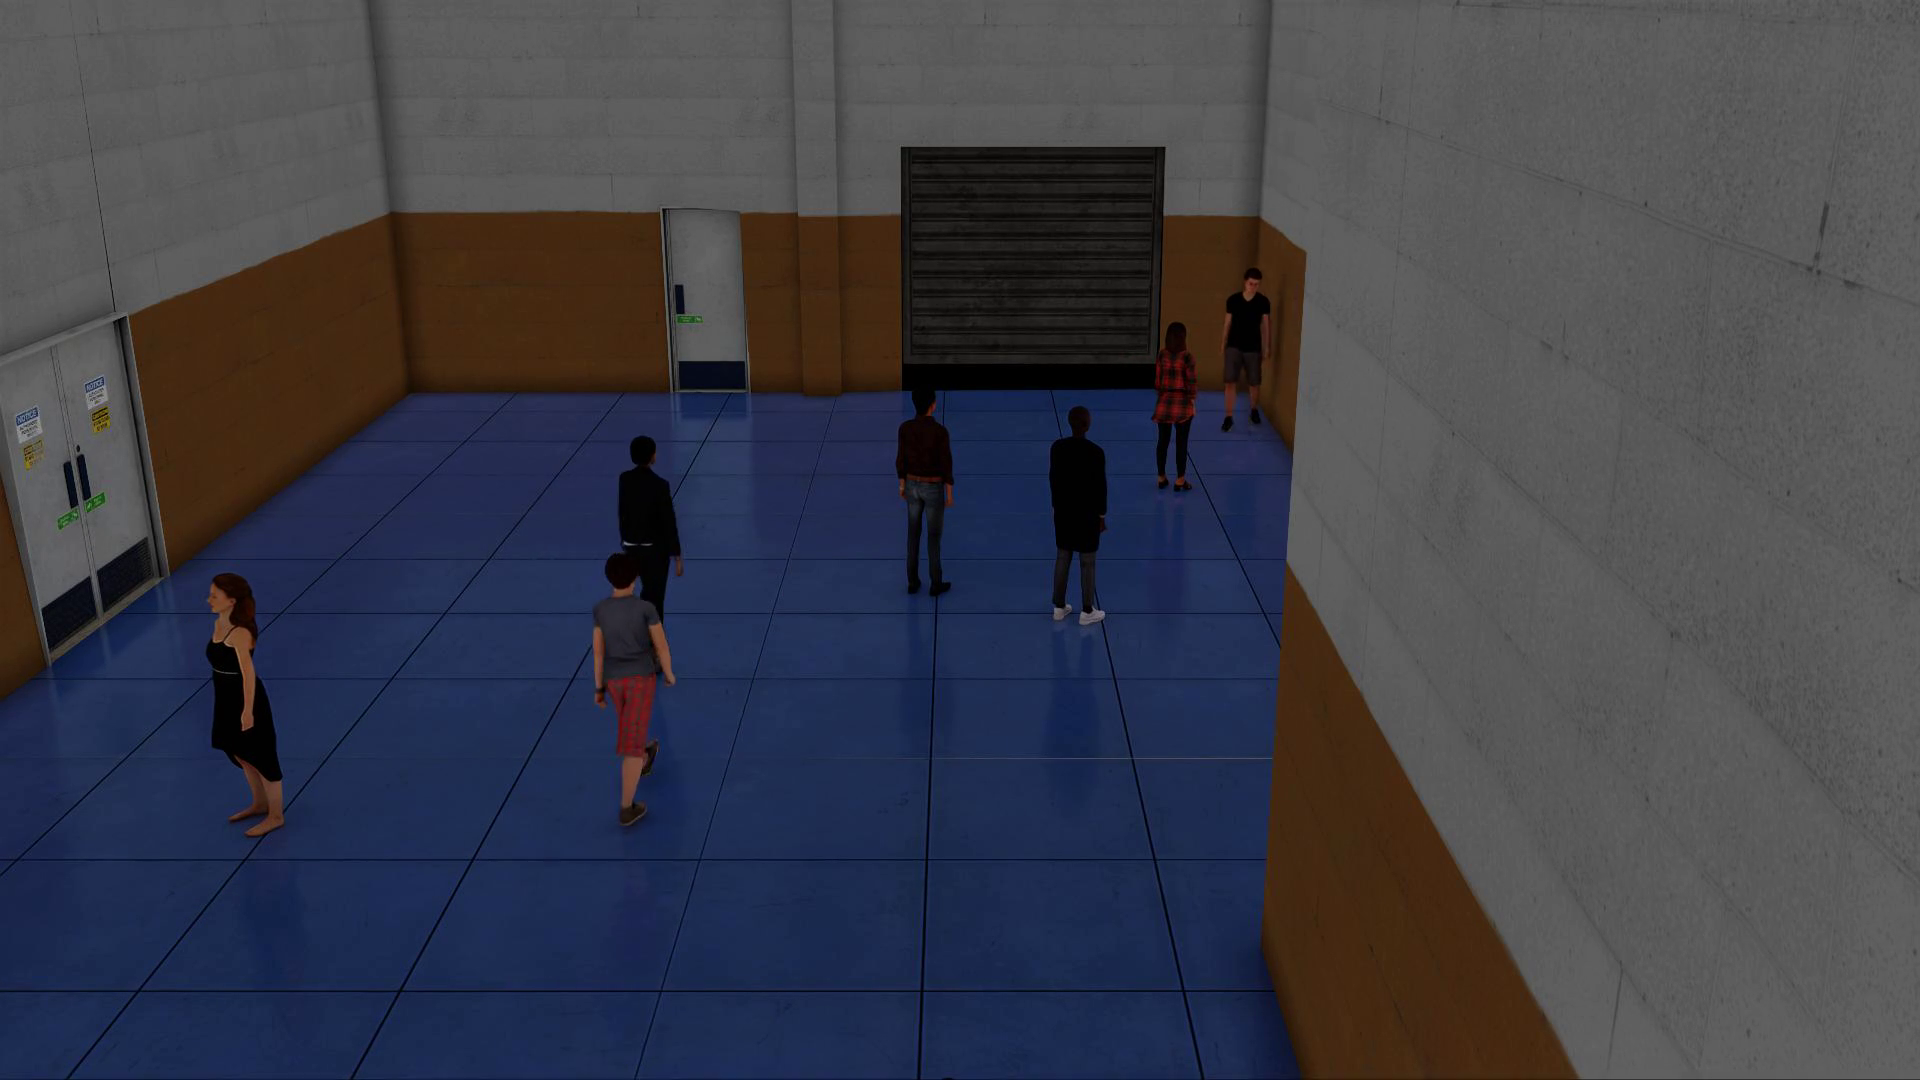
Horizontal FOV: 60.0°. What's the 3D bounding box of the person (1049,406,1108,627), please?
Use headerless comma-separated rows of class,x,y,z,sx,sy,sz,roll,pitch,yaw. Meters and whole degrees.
person,0.918,-0.199,13.120,0.670,1.762,0.786,11,21,29

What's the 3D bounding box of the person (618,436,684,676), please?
person,-2.294,0.158,11.957,0.689,1.827,0.788,9,21,25

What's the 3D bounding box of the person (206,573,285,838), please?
person,-4.254,0.965,9.883,0.725,1.624,0.673,-15,24,-38

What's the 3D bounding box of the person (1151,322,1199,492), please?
person,2.139,-1.335,16.580,0.677,1.703,0.763,13,23,35

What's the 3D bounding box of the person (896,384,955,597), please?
person,-0.292,-0.412,13.720,0.603,1.782,0.772,7,20,21

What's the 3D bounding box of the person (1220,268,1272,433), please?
person,3.296,-2.180,18.900,1.037,1.822,0.986,5,19,14

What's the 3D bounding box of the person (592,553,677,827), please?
person,-2.007,0.931,9.992,1.100,1.606,0.790,4,19,12
